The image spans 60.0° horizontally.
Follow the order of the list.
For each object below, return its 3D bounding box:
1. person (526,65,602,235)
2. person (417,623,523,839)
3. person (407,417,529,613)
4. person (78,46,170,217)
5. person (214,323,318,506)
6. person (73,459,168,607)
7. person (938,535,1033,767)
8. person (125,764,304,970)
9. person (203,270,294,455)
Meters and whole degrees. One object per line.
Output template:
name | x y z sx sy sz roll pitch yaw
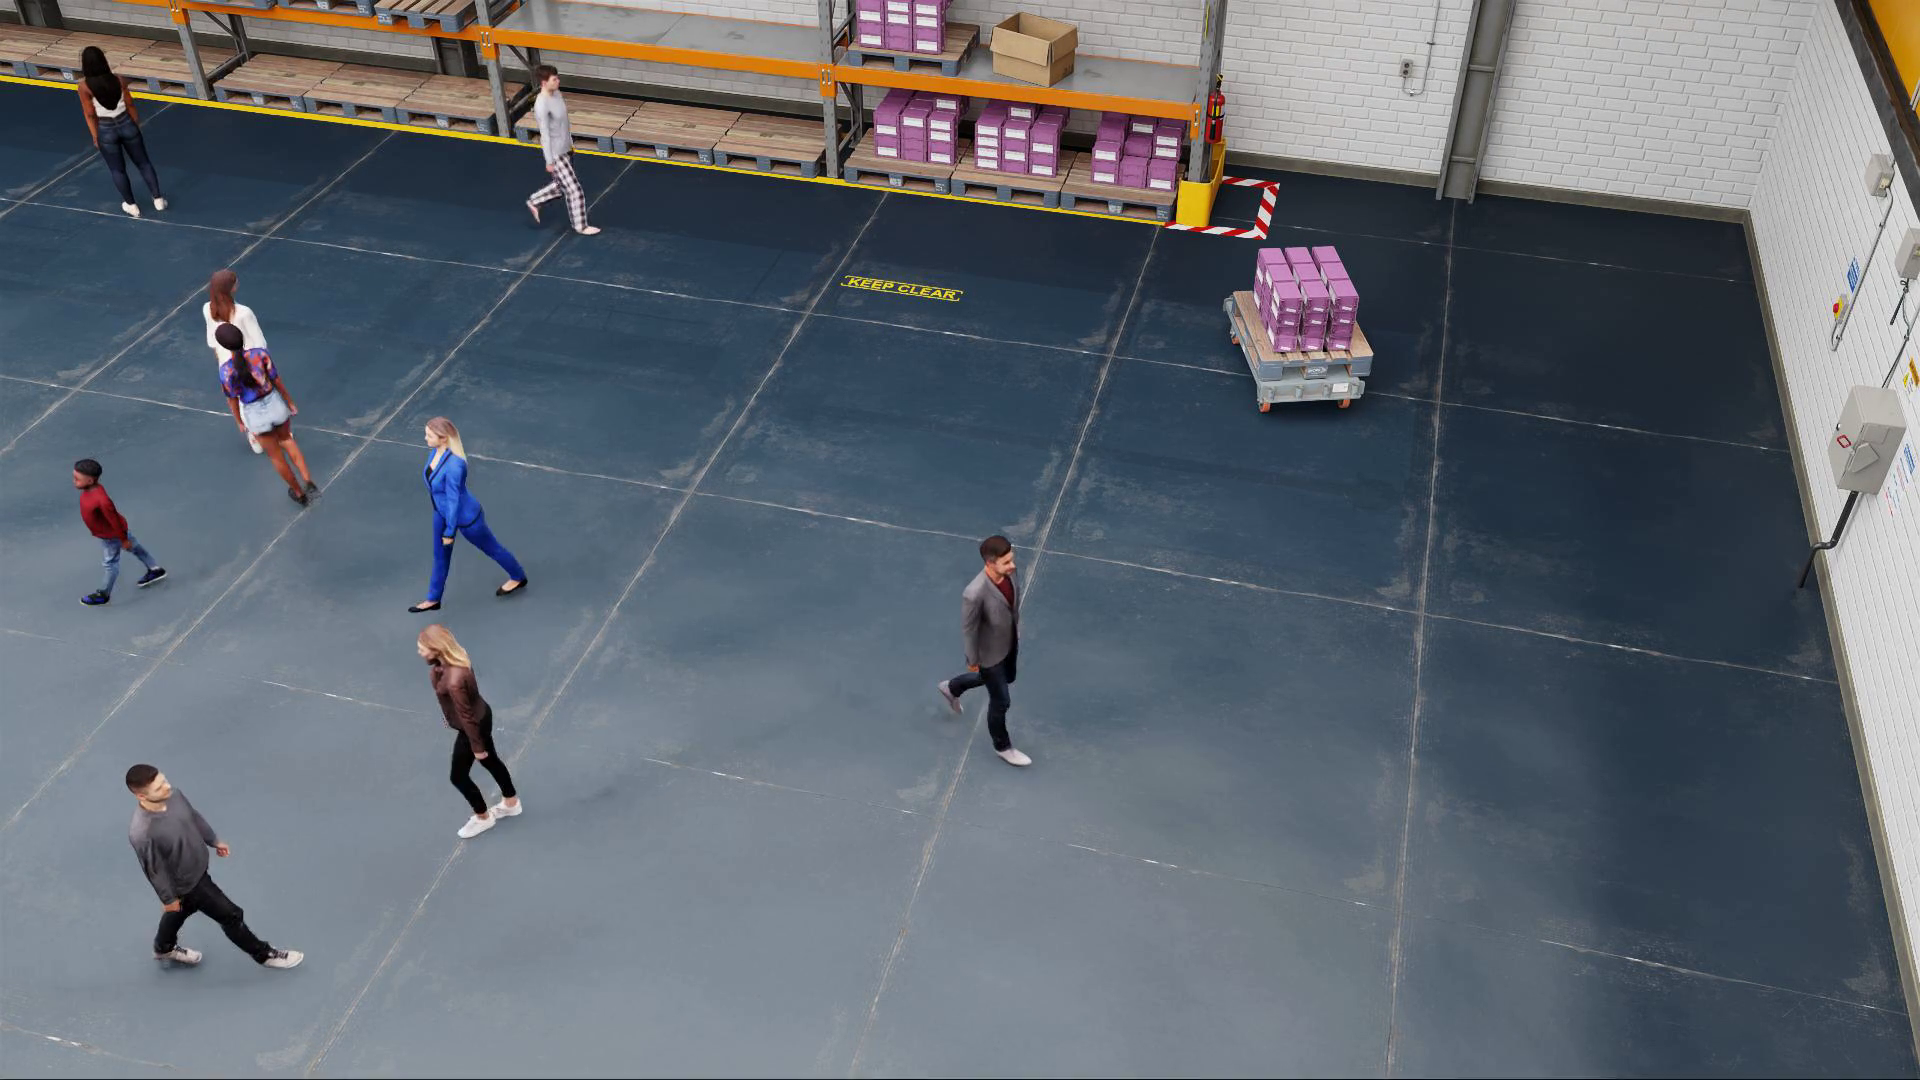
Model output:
person | -4.162 -3.957 16.923 1.030 1.826 0.713 5 39 7
person | -3.030 1.173 10.615 0.800 1.681 0.762 -9 39 -11
person | -3.611 -0.192 12.345 1.115 1.655 1.141 -26 45 -29
person | -8.748 -4.242 17.295 0.819 1.806 0.873 -27 46 -30
person | -5.487 -0.935 13.219 0.798 1.724 0.839 -26 46 -29
person | -6.352 -0.101 12.573 0.884 1.228 0.866 -24 45 -27
person | 0.166 0.671 11.105 1.133 1.853 0.866 20 43 23
person | -4.565 1.925 9.640 1.217 1.723 0.905 -4 39 -5
person | -6.007 -1.487 13.950 0.548 1.674 0.747 -2 39 -2
